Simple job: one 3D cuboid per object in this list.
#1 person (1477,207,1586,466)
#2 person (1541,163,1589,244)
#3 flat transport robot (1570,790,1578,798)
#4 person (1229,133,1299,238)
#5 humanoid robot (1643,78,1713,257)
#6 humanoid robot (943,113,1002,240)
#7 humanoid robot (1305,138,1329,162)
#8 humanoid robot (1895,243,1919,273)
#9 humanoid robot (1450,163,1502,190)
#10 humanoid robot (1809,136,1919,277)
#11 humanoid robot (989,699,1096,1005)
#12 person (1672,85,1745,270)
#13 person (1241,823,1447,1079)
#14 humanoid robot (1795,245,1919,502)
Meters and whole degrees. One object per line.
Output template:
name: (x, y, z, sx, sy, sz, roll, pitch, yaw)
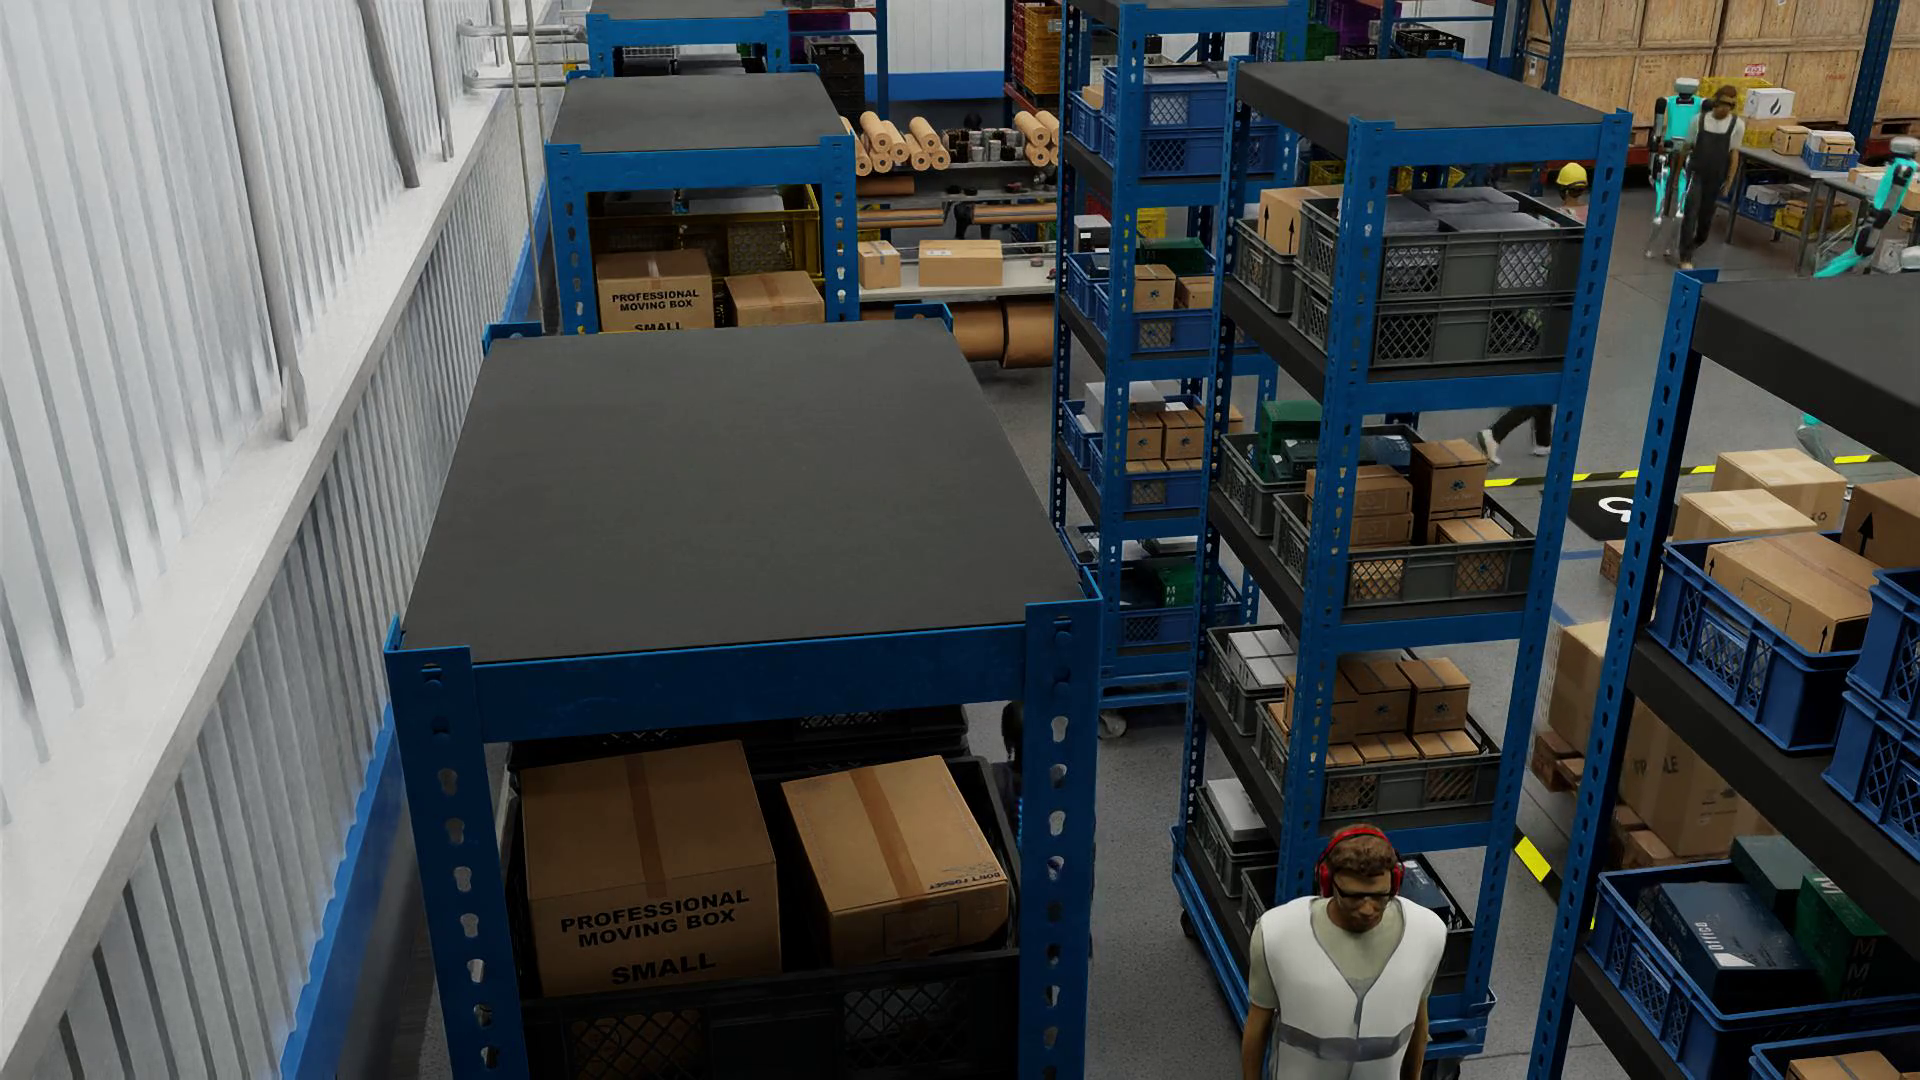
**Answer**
person: (3.996, -1.383, 11.444, 0.779, 1.823, 0.588, -5, 25, -11)
person: (4.654, -2.043, 12.947, 0.532, 1.766, 0.324, -10, 27, -21)
flat transport robot: (3.311, 1.316, 7.405, 0.652, 0.197, 1.431, -4, 25, -8)
person: (2.628, -2.919, 14.547, 0.632, 2.022, 0.475, 4, 25, 10)
humanoid robot: (7.002, -3.560, 16.303, 0.545, 1.810, 0.727, 8, 26, 17)
humanoid robot: (0.119, -3.174, 15.538, 0.600, 1.631, 0.720, -9, 26, -18)
humanoid robot: (4.111, -4.587, 18.598, 0.490, 1.644, 0.616, -7, 26, -15)
humanoid robot: (7.322, -1.977, 12.829, 0.670, 1.797, 0.536, 0, 25, 0)
humanoid robot: (5.029, -3.517, 16.291, 0.611, 1.637, 0.656, -3, 25, -7)
humanoid robot: (7.503, -2.547, 14.064, 0.769, 1.762, 0.530, 11, 27, 22)
humanoid robot: (0.177, 1.259, 5.901, 0.588, 1.636, 0.704, 0, 25, -1)
person: (7.272, -3.566, 16.229, 0.553, 1.798, 0.849, 9, 26, 19)
person: (1.094, 1.611, 4.908, 0.565, 1.845, 0.388, -3, 25, -6)
humanoid robot: (5.775, -1.104, 10.776, 0.735, 1.681, 0.533, 14, 28, 27)
